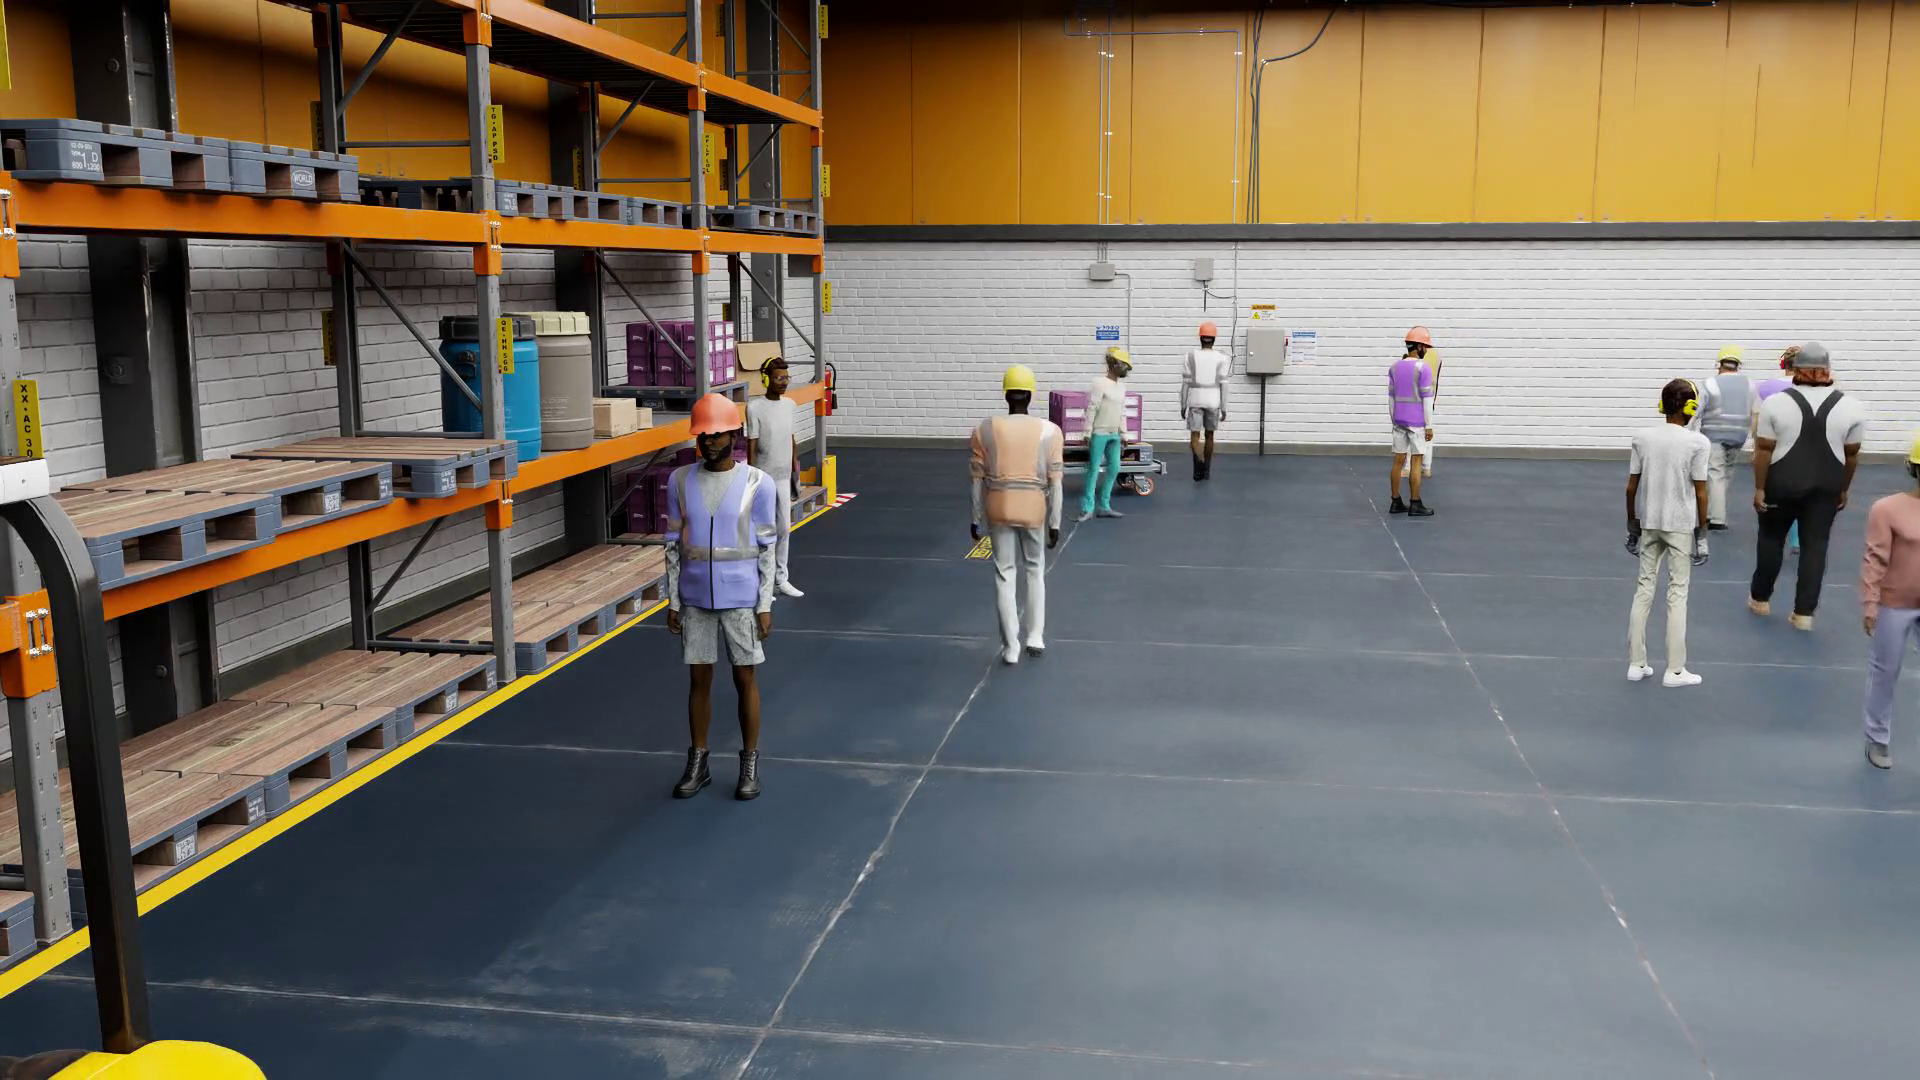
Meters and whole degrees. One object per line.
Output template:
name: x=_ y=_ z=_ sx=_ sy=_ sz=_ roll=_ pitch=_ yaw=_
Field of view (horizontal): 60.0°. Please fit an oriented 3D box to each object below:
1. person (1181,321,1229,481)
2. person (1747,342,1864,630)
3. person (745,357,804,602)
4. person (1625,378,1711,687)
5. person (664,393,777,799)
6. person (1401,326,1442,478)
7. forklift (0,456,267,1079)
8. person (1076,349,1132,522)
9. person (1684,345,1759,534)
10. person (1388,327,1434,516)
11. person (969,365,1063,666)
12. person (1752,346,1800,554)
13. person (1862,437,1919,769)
person: x=2.897 y=-1.627 z=19.682 sx=0.553 sy=1.915 sz=0.746 roll=1 pitch=9 yaw=7
person: x=5.990 y=-0.426 z=11.873 sx=0.695 sy=2.000 sz=0.922 roll=2 pitch=9 yaw=13
person: x=-1.417 y=-0.459 z=12.653 sx=0.318 sy=1.860 sz=0.512 roll=8 pitch=12 yaw=40
person: x=4.293 y=-0.047 z=10.089 sx=0.334 sy=1.863 sz=0.518 roll=-7 pitch=12 yaw=-39
person: x=-1.140 y=0.271 z=7.892 sx=0.543 sy=1.939 sz=0.355 roll=1 pitch=9 yaw=7
person: x=5.539 y=-1.672 z=20.177 sx=0.633 sy=1.841 sz=0.429 roll=-7 pitch=11 yaw=-36
forklift: x=-2.328 y=0.975 z=2.765 sx=2.313 sy=2.155 sz=1.214 roll=1 pitch=9 yaw=9
person: x=1.436 y=-1.040 z=16.646 sx=0.317 sy=1.721 sz=0.678 roll=8 pitch=12 yaw=41
person: x=7.281 y=-0.977 z=16.025 sx=0.718 sy=1.782 sz=0.838 roll=0 pitch=9 yaw=1
person: x=4.646 y=-1.210 z=17.058 sx=0.374 sy=1.928 sz=0.543 roll=-6 pitch=11 yaw=-32
person: x=0.354 y=-0.168 z=10.712 sx=0.591 sy=1.904 sz=0.674 roll=0 pitch=9 yaw=-2
person: x=7.327 y=-0.790 z=14.717 sx=0.569 sy=1.845 sz=0.385 roll=4 pitch=10 yaw=24
person: x=4.694 y=0.343 z=8.101 sx=0.546 sy=1.727 sz=0.875 roll=2 pitch=9 yaw=13
